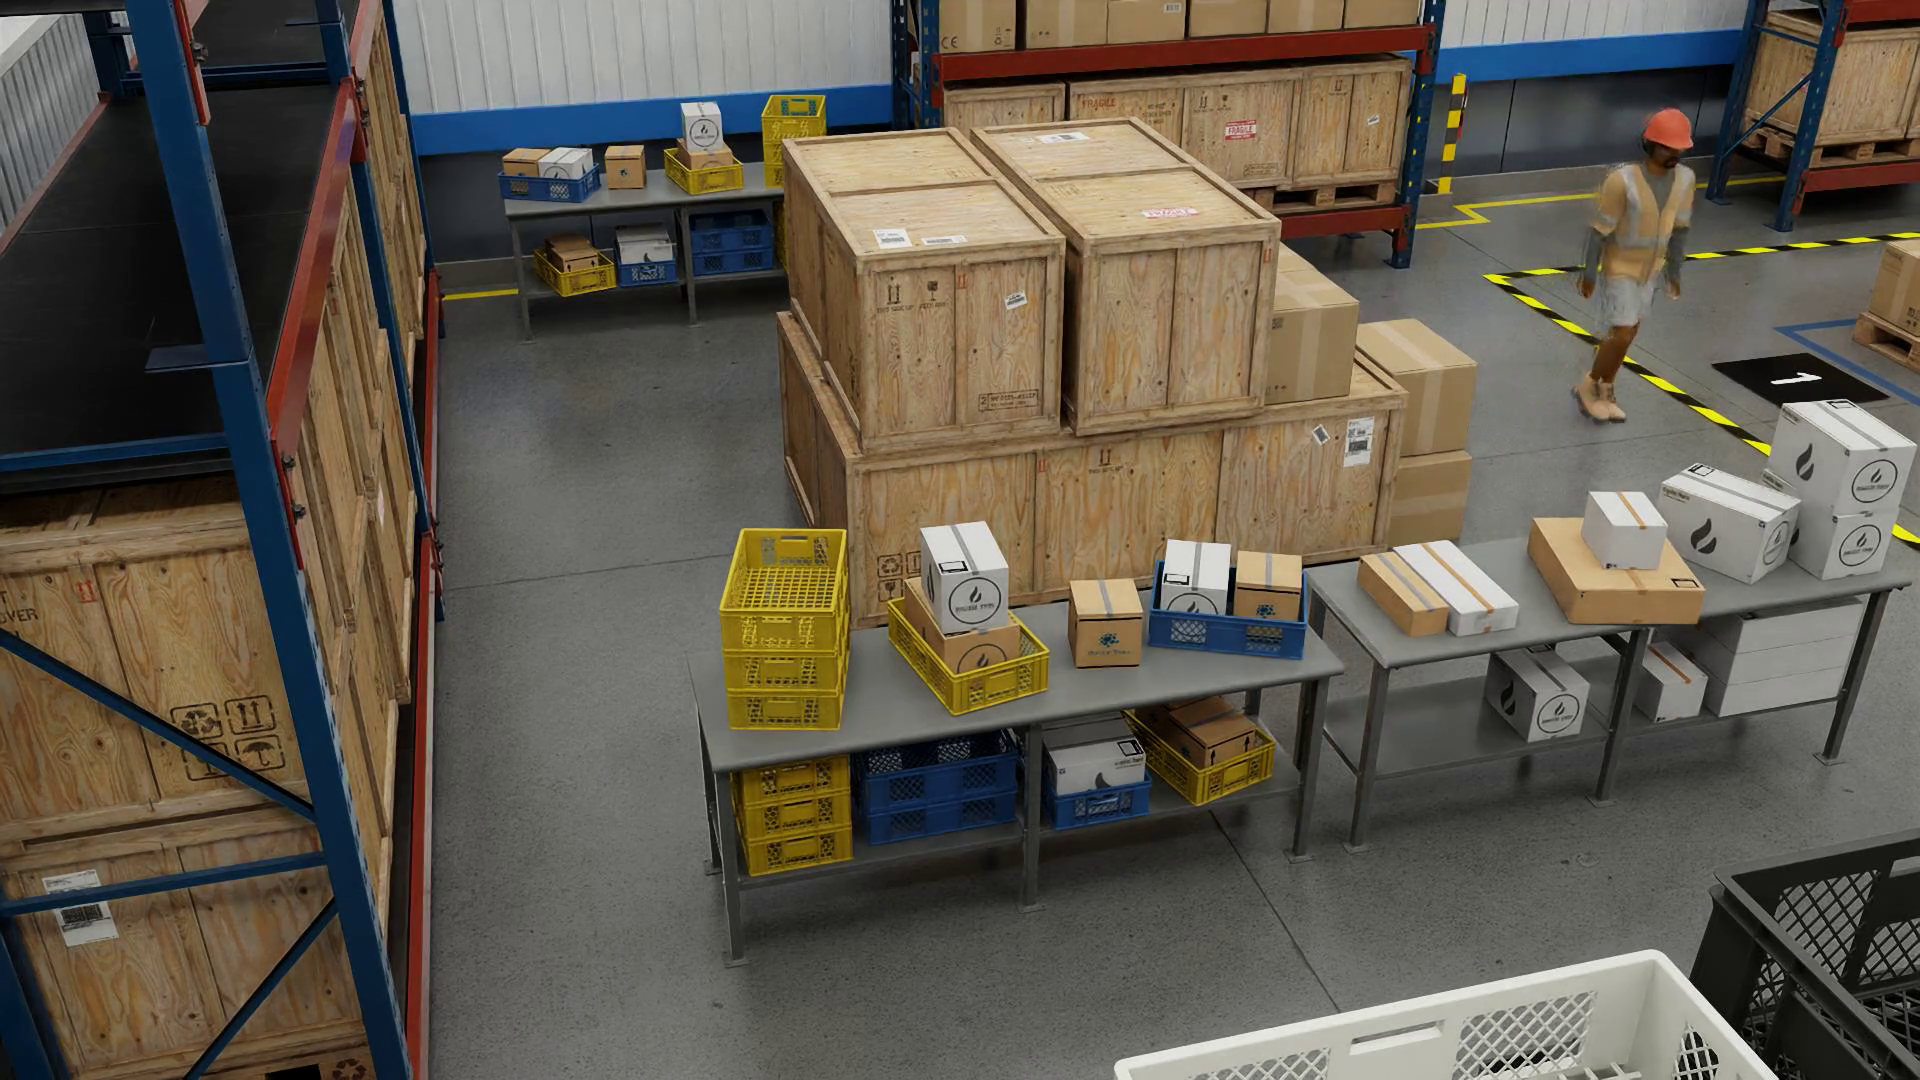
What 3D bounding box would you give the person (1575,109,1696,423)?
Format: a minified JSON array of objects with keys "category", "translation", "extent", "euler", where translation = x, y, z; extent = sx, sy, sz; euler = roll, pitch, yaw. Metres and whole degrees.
[{"category":"person","translation":[4.198,-1.666,10.316],"extent":[0.607,2.028,0.504],"euler":[-10,31,-18]}]
